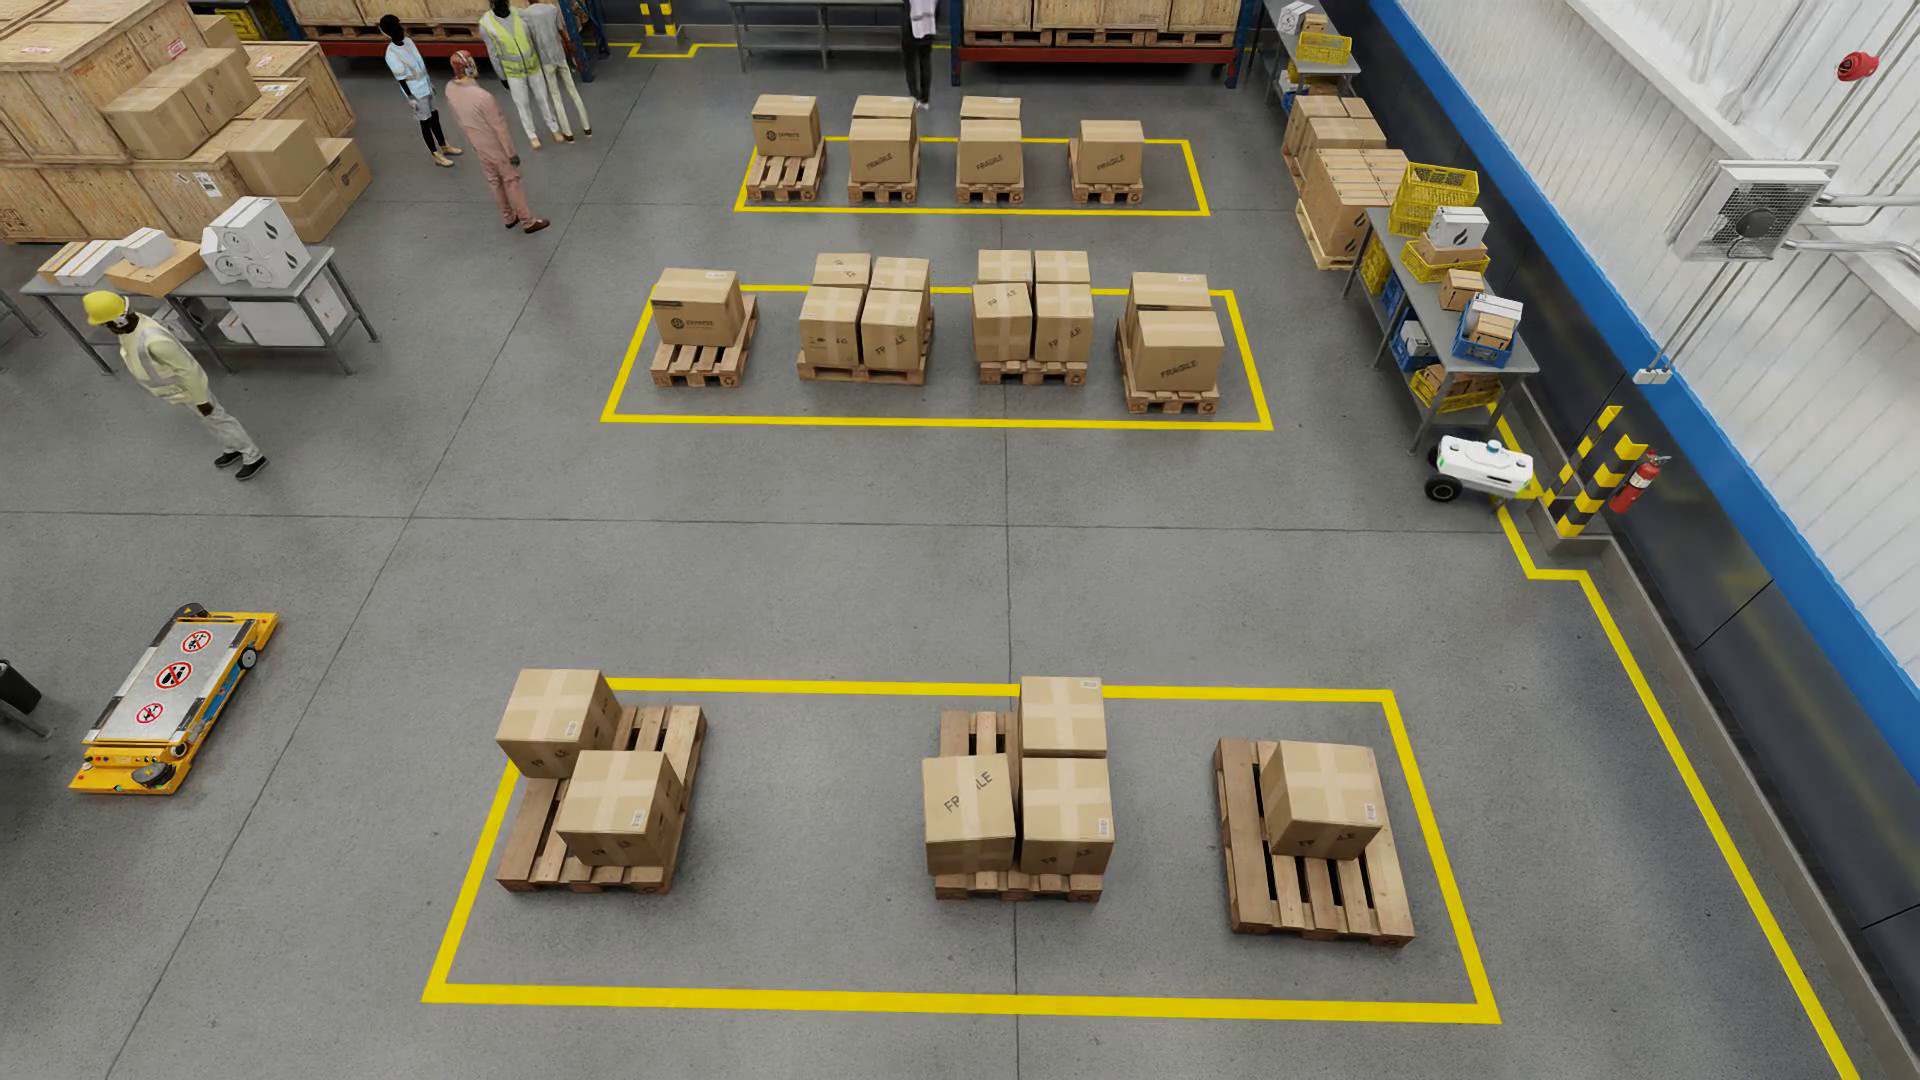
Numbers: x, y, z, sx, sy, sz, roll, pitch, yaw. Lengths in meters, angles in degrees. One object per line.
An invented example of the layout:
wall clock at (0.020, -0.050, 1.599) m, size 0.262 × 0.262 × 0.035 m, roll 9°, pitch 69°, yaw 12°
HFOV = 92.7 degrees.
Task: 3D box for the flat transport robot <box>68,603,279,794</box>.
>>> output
flat transport robot at (-5.504, 1.072, 6.442) m, size 0.652 × 0.197 × 1.431 m, roll 1°, pitch 50°, yaw 1°

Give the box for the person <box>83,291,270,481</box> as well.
person at (-6.279, -1.233, 7.384) m, size 0.591 × 1.822 × 0.404 m, roll 28°, pitch 55°, yaw 22°

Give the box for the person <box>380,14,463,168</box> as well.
person at (-6.460, -5.365, 10.960) m, size 0.316 × 1.695 × 0.541 m, roll 2°, pitch 50°, yaw 2°

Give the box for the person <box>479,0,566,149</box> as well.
person at (-5.348, -5.751, 11.203) m, size 0.623 × 1.835 × 0.431 m, roll -30°, pitch 56°, yaw -23°

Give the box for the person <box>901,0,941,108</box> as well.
person at (-0.506, -6.553, 11.833) m, size 0.615 × 1.898 × 0.449 m, roll -26°, pitch 55°, yaw -21°

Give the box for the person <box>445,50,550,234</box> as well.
person at (-5.027, -4.269, 9.898) m, size 0.644 × 1.907 × 0.399 m, roll 23°, pitch 54°, yaw 18°

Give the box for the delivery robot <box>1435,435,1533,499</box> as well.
delivery robot at (4.353, -0.627, 7.636) m, size 0.707 × 0.478 × 0.477 m, roll 16°, pitch 52°, yaw 14°

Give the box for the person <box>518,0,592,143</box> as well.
person at (-5.023, -5.923, 11.336) m, size 0.531 × 1.856 × 0.367 m, roll -33°, pitch 57°, yaw -25°
